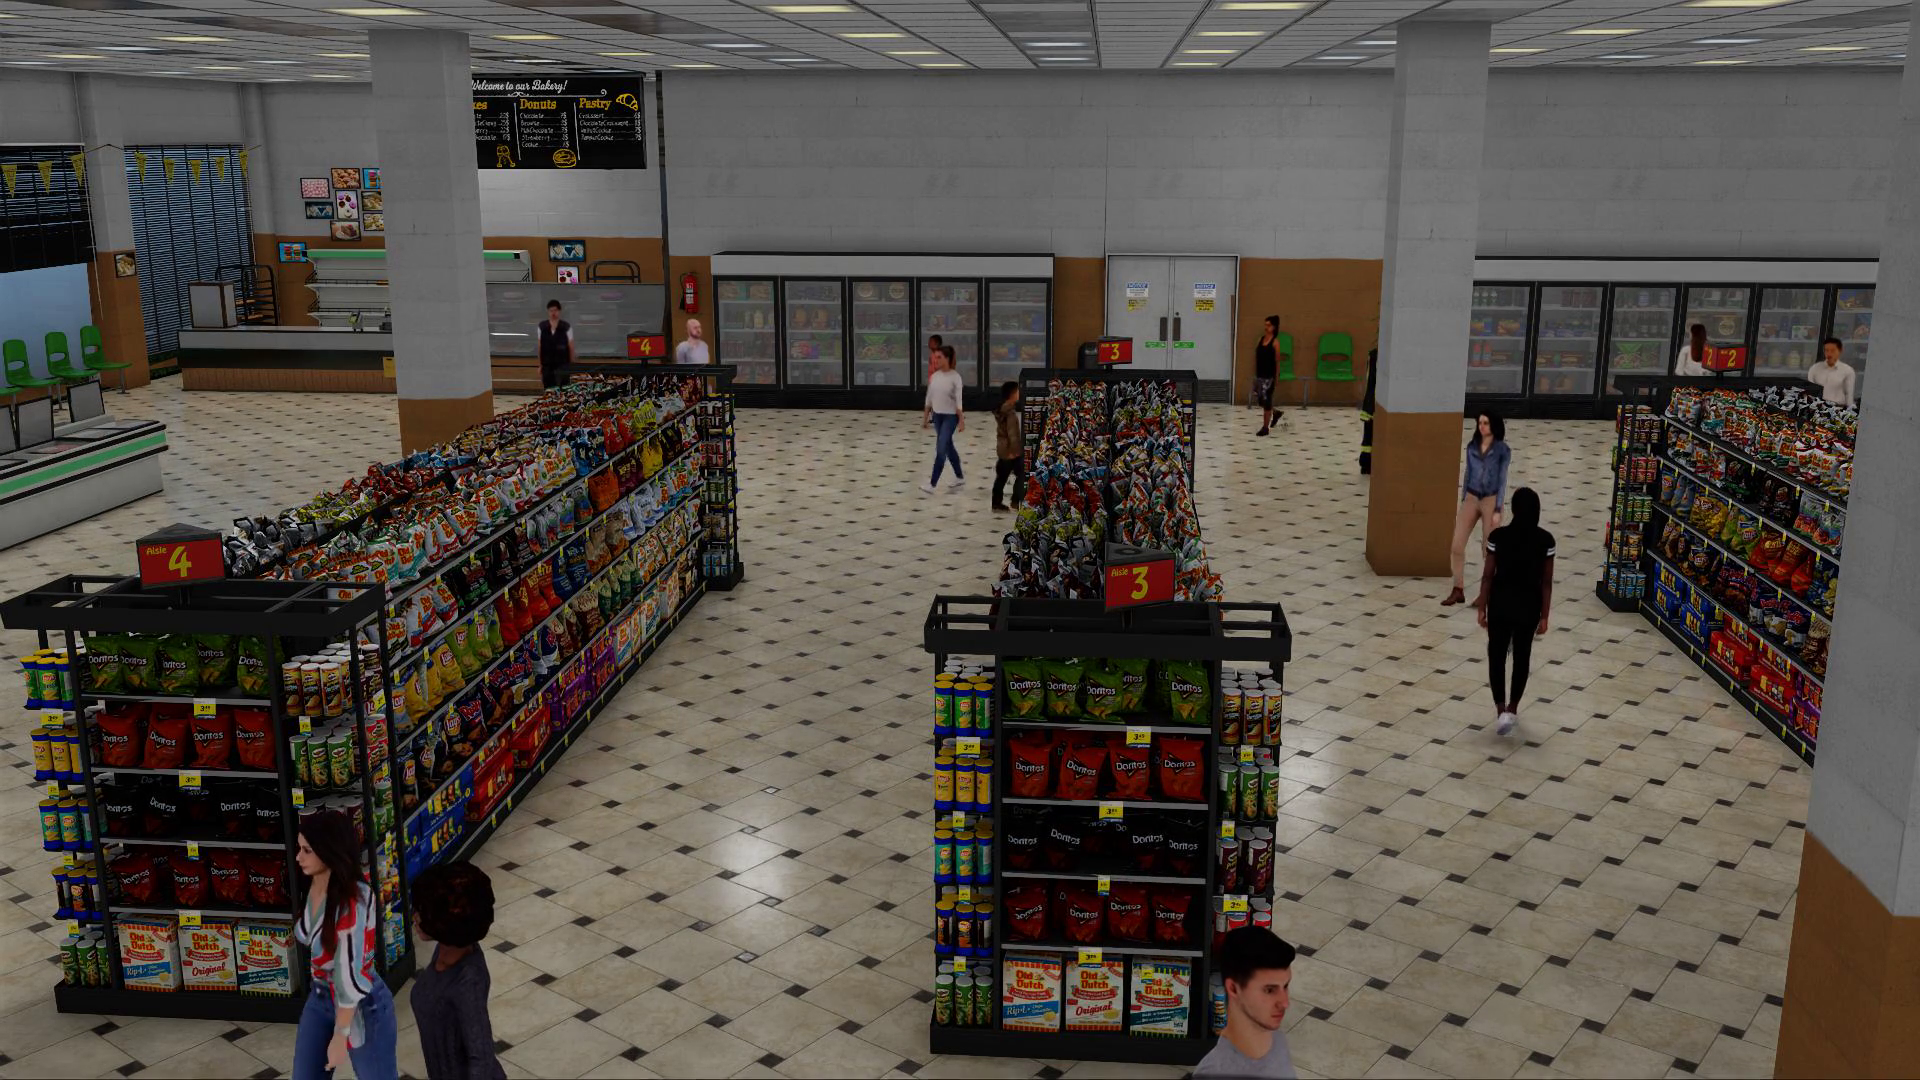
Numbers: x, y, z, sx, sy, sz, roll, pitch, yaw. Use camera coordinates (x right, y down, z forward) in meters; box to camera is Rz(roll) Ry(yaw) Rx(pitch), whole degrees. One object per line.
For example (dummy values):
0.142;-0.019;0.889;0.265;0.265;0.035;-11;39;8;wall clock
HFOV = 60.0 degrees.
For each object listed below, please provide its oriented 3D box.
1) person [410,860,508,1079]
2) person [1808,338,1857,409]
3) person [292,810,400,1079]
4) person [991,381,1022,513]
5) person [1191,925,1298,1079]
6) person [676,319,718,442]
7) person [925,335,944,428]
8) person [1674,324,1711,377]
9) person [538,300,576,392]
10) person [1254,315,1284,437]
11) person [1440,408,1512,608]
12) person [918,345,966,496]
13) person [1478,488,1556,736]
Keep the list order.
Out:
-1.657;1.891;5.621;0.726;1.710;0.616;-7;15;-26;person
10.021;-1.433;19.169;0.982;1.784;1.079;10;17;36;person
-2.250;1.769;6.363;0.780;1.596;0.854;9;16;33;person
0.463;-0.991;18.075;0.769;1.441;0.703;-6;15;-23;person
0.795;1.999;4.802;0.811;1.885;0.661;7;15;27;person
-3.377;-1.859;20.855;0.962;1.816;0.910;11;17;38;person
-0.263;-2.253;23.582;0.641;1.296;0.568;-5;14;-19;person
9.451;-1.926;21.426;0.787;1.678;1.018;-3;14;-11;person
-5.600;-2.430;23.195;0.704;1.824;0.883;0;14;-1;person
4.279;-2.265;22.885;0.901;1.648;0.852;-10;17;-36;person
4.595;-0.273;14.434;0.826;1.761;0.898;13;19;42;person
-0.108;-1.364;19.120;1.057;1.673;1.180;13;18;42;person
3.772;0.505;11.321;0.731;1.716;1.022;4;14;14;person
